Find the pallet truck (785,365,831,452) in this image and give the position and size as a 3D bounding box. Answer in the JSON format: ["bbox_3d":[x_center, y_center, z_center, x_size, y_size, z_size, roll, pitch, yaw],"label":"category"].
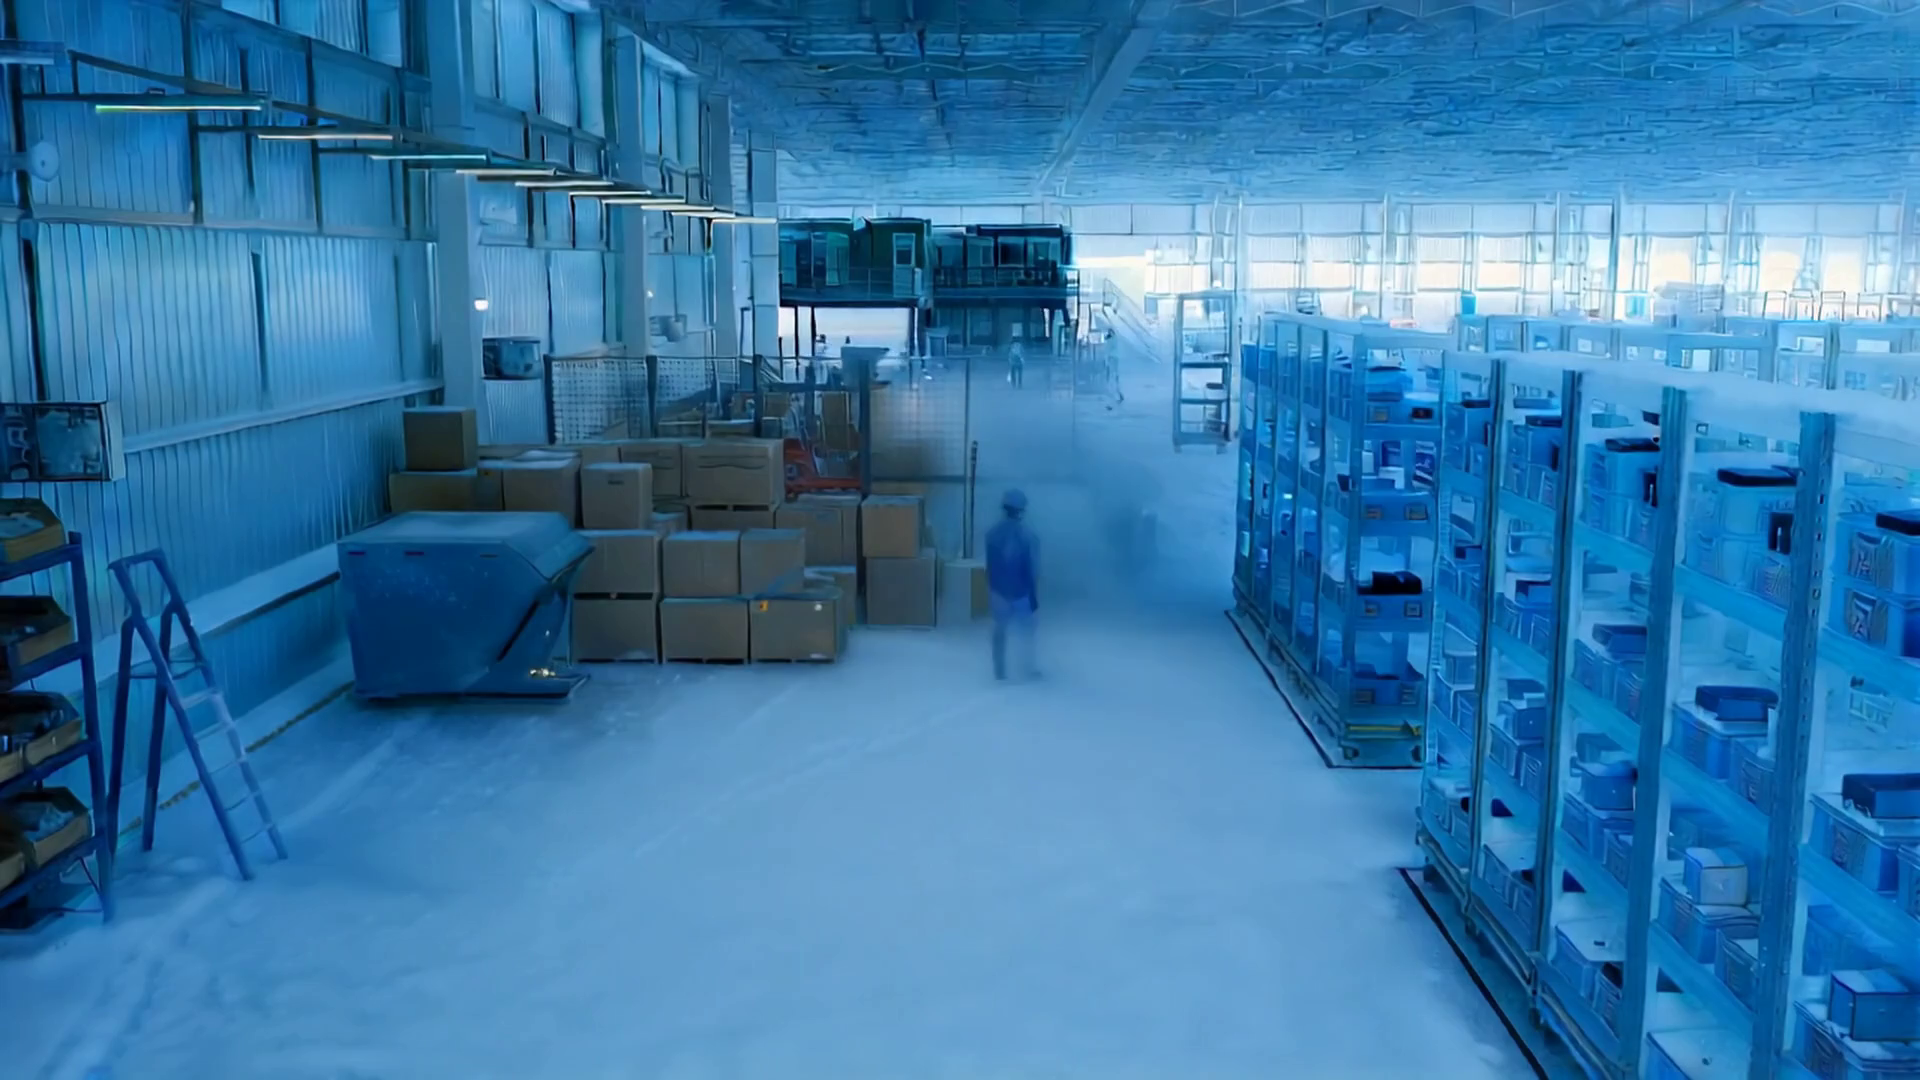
[{"bbox_3d":[-3.774,-2.976,37.635,1.885,1.965,0.823,1,9,5],"label":"pallet truck"}]

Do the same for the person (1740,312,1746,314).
[{"bbox_3d":[41.093,-11.055,87.697,0.777,1.946,0.648,1,9,7],"label":"person"}]

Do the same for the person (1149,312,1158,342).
[{"bbox_3d":[11.096,-12.301,95.960,0.791,1.737,0.527,-6,11,-32],"label":"person"}]

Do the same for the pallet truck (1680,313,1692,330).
[{"bbox_3d":[36.315,-10.531,84.244,0.823,1.965,1.885,-6,11,-33],"label":"pallet truck"}]

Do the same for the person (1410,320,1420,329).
[{"bbox_3d":[19.765,-8.527,71.889,0.619,1.998,0.672,-4,10,-25],"label":"person"}]

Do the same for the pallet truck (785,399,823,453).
[{"bbox_3d":[-3.814,-2.432,36.419,1.630,1.274,0.653,0,9,1],"label":"pallet truck"}]

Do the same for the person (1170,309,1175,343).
[{"bbox_3d":[12.155,-12.171,94.573,0.375,1.929,0.585,0,9,2],"label":"person"}]

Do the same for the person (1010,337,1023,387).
[{"bbox_3d":[1.984,-6.265,58.667,0.519,1.761,0.335,-5,11,-30],"label":"person"}]

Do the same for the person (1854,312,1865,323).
[{"bbox_3d":[48.682,-11.428,90.125,0.356,1.884,0.572,-7,12,-39],"label":"person"}]

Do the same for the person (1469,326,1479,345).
[{"bbox_3d":[24.963,-9.871,80.724,0.973,1.819,0.542,-3,10,-17],"label":"person"}]

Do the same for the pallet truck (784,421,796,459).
[{"bbox_3d":[-4.013,-1.793,32.705,1.601,1.201,0.680,0,9,1],"label":"pallet truck"}]

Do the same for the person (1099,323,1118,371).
[{"bbox_3d":[6.099,-7.921,68.006,0.746,2.000,0.879,-6,11,-34],"label":"person"}]

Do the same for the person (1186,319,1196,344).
[{"bbox_3d":[12.887,-11.870,92.812,0.553,1.908,0.882,0,9,1],"label":"person"}]

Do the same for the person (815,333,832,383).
[{"bbox_3d":[-4.859,-6.434,59.389,0.598,1.866,0.619,-9,13,-43],"label":"person"}]

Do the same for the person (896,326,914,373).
[{"bbox_3d":[-2.188,-7.641,66.719,0.734,1.900,0.592,1,9,9],"label":"person"}]

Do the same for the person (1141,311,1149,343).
[{"bbox_3d":[10.470,-12.061,94.176,0.430,1.840,0.623,-2,9,-13],"label":"person"}]

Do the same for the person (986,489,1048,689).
[{"bbox_3d":[0.586,0.463,16.499,0.654,1.964,0.837,6,11,33],"label":"person"}]

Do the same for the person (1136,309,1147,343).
[{"bbox_3d":[9.892,-11.583,90.731,0.612,1.997,0.376,1,9,5],"label":"person"}]

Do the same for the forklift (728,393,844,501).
[{"bbox_3d":[-2.979,-1.316,26.476,2.680,1.987,1.157,0,9,1],"label":"forklift"}]

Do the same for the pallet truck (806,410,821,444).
[{"bbox_3d":[-3.559,-2.018,33.905,1.522,1.261,0.704,0,9,-1],"label":"pallet truck"}]

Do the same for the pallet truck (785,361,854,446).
[{"bbox_3d":[-3.410,-3.193,38.978,1.885,1.965,0.823,0,9,-1],"label":"pallet truck"}]

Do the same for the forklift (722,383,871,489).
[{"bbox_3d":[-2.893,-1.687,28.729,2.680,1.987,1.157,0,9,-1],"label":"forklift"}]

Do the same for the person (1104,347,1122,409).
[{"bbox_3d":[4.519,-4.801,49.357,0.448,1.855,0.511,8,12,41],"label":"person"}]

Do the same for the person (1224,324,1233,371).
[{"bbox_3d":[11.032,-7.920,68.351,0.374,1.928,0.543,-1,9,-5],"label":"person"}]

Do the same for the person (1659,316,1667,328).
[{"bbox_3d":[36.221,-10.682,85.848,0.982,1.792,0.637,4,10,23],"label":"person"}]
